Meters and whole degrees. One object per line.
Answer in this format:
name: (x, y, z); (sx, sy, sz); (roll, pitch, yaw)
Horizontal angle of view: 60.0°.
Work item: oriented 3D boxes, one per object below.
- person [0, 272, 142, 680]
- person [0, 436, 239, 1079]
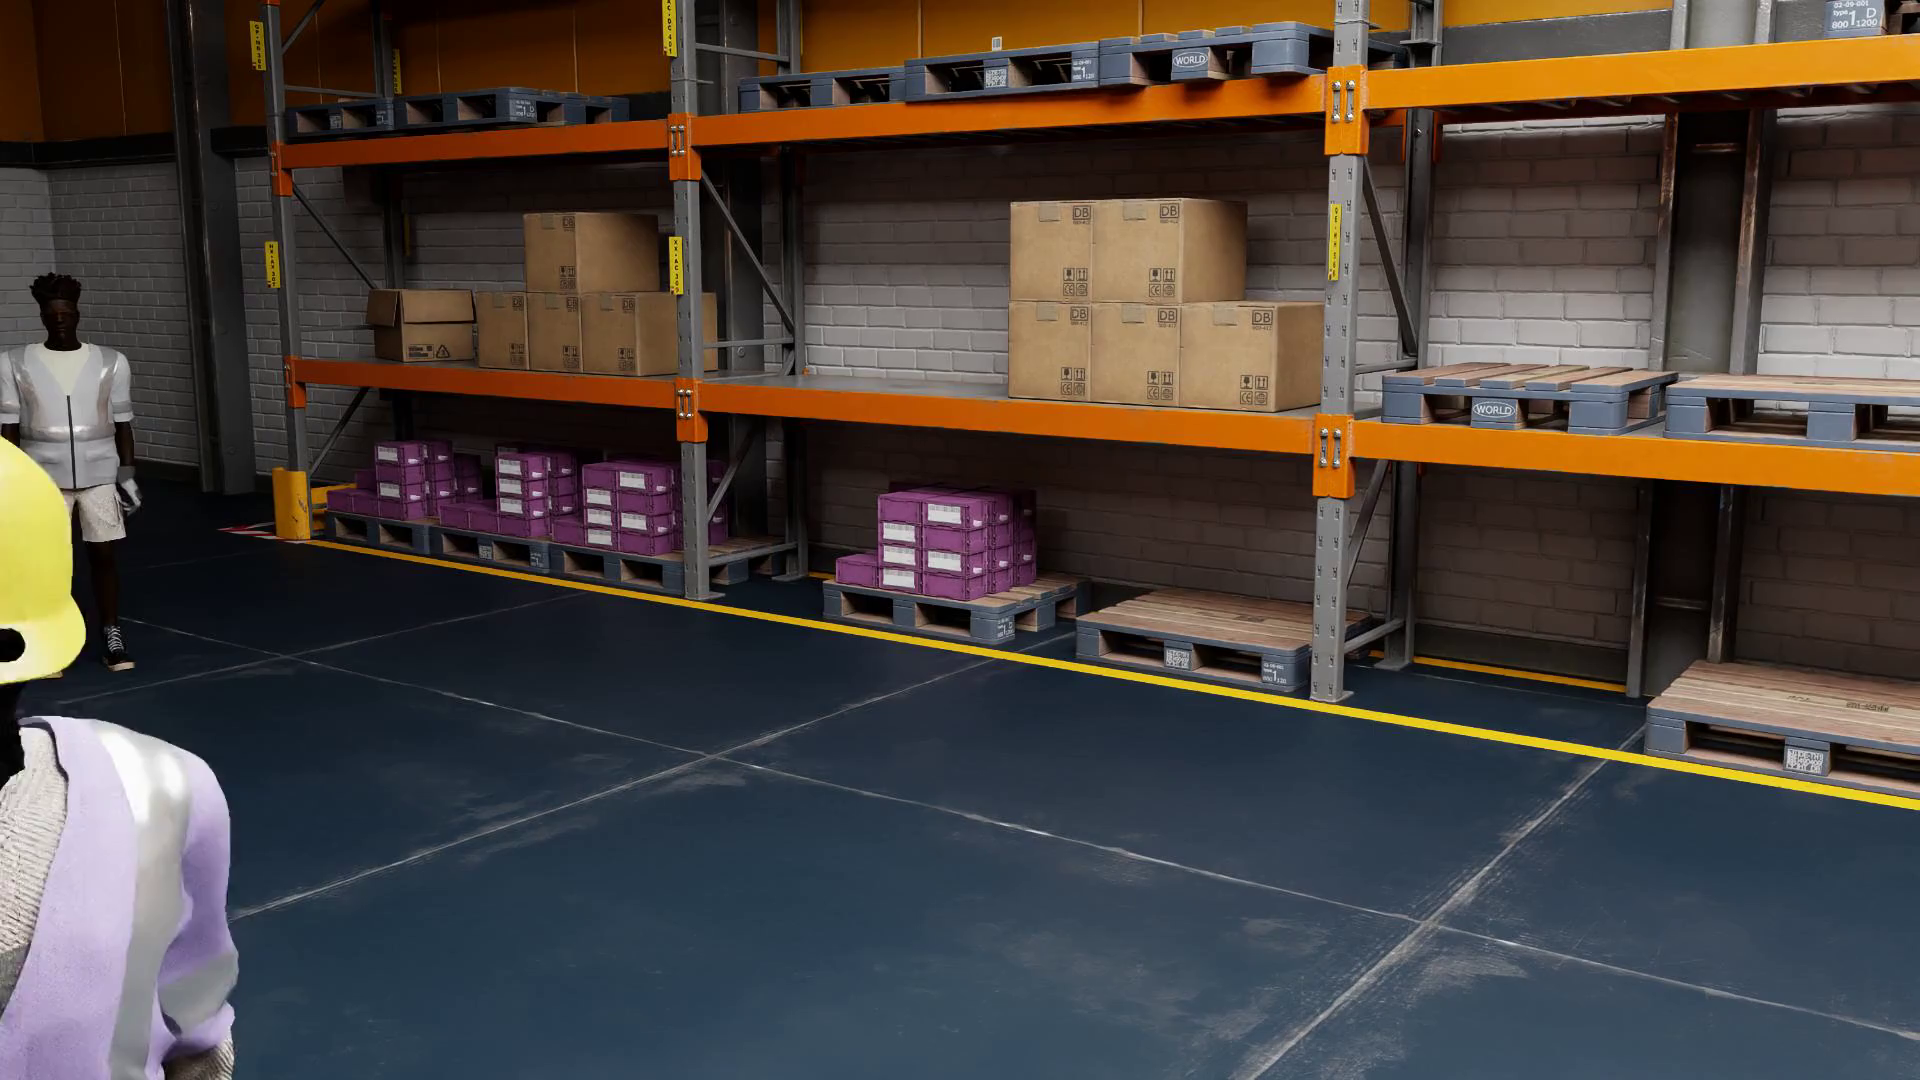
person: (-4.335, -0.312, 8.116); (0.600, 1.967, 0.367); (-6, 11, -33)
person: (-0.943, 0.826, 1.591); (0.597, 1.887, 0.737); (-8, 13, -41)
